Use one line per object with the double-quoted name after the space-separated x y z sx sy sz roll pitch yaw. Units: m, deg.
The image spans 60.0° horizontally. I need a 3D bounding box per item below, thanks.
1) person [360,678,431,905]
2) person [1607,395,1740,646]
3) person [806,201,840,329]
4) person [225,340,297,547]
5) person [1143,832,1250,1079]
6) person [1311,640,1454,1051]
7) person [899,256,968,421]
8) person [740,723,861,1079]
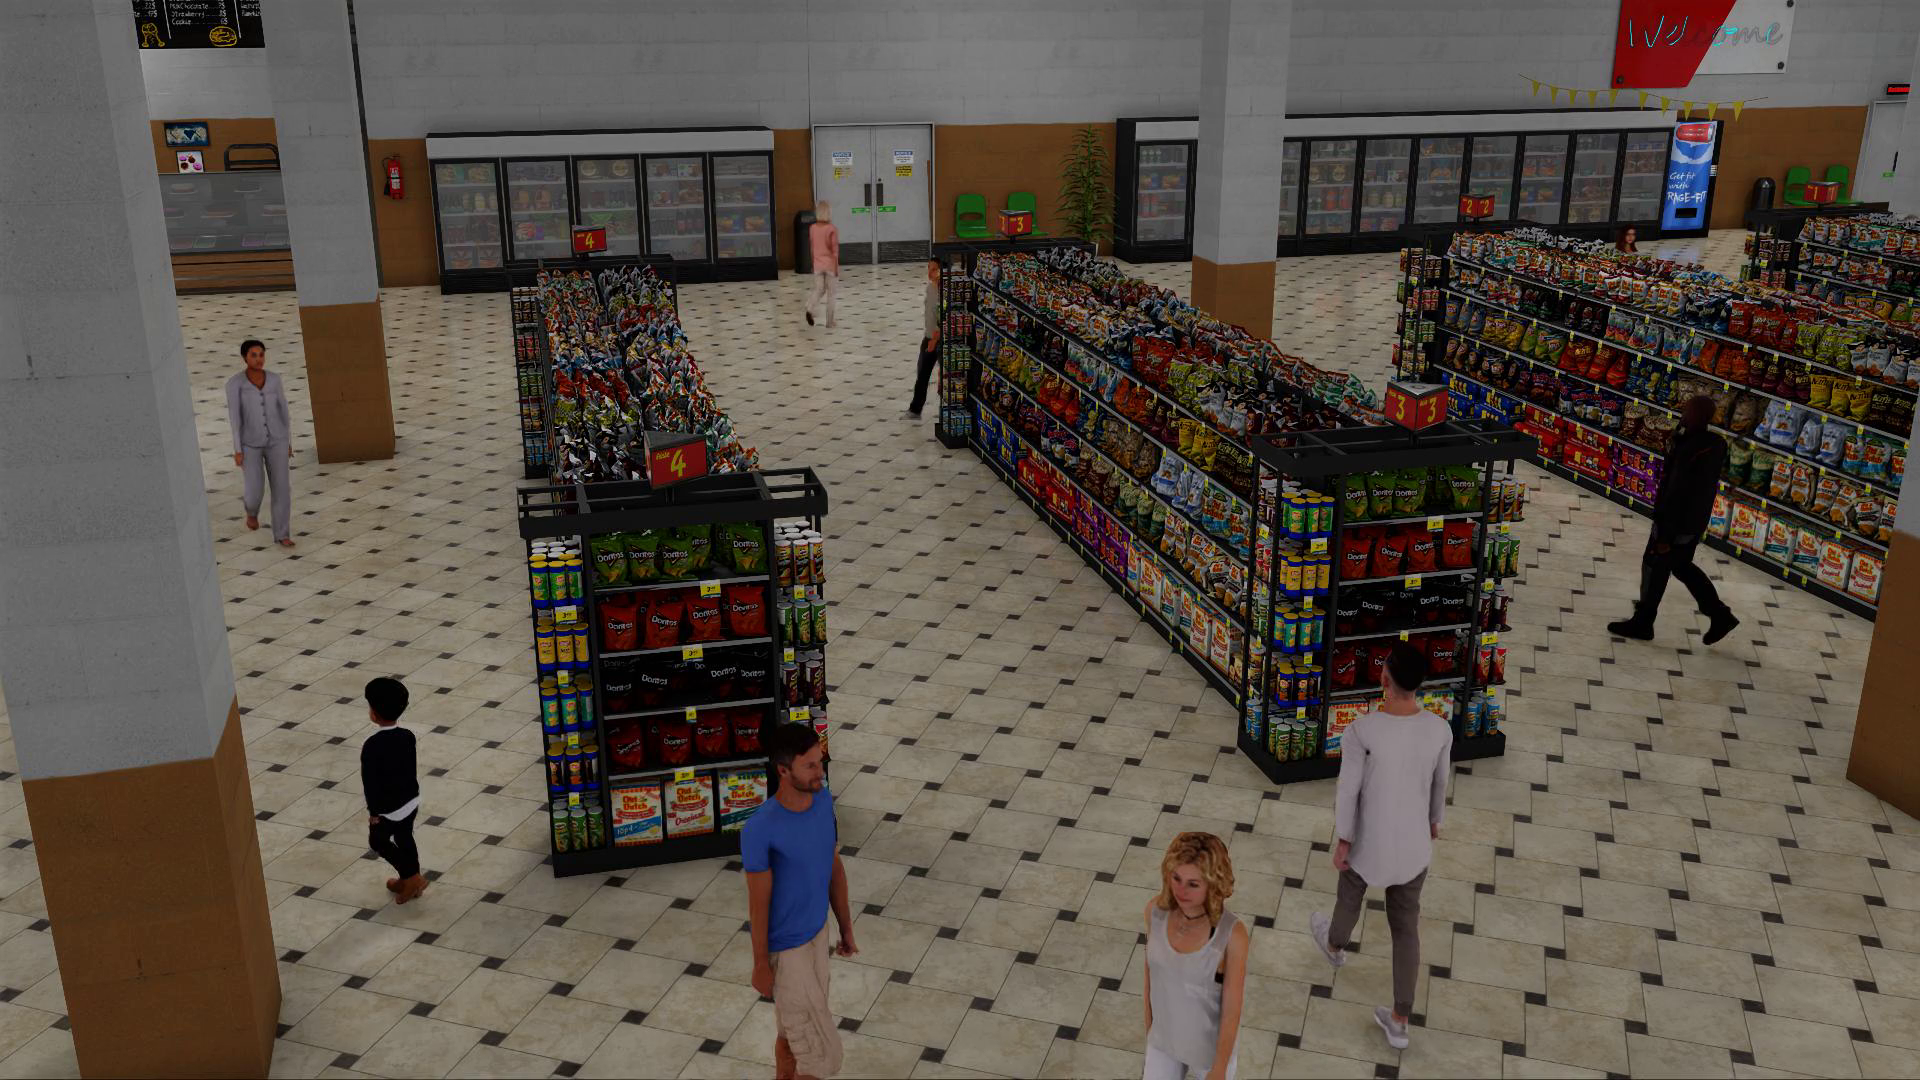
-2.814 1.283 8.362 0.698 1.217 0.638 9 20 24 "person"
5.091 -0.107 11.561 1.001 1.808 1.197 -15 24 -38 "person"
-1.839 -3.645 22.205 0.899 1.710 0.978 9 21 25 "person"
-5.813 -0.812 13.785 0.854 1.722 0.983 -15 24 -37 "person"
0.914 1.811 6.160 1.058 1.624 1.082 12 22 32 "person"
1.897 1.355 7.247 0.810 1.794 1.154 -2 19 -6 "person"
-0.126 -2.097 17.521 0.963 1.769 1.151 -11 21 -28 "person"
-0.727 1.555 6.558 0.893 1.853 0.834 10 21 28 "person"
